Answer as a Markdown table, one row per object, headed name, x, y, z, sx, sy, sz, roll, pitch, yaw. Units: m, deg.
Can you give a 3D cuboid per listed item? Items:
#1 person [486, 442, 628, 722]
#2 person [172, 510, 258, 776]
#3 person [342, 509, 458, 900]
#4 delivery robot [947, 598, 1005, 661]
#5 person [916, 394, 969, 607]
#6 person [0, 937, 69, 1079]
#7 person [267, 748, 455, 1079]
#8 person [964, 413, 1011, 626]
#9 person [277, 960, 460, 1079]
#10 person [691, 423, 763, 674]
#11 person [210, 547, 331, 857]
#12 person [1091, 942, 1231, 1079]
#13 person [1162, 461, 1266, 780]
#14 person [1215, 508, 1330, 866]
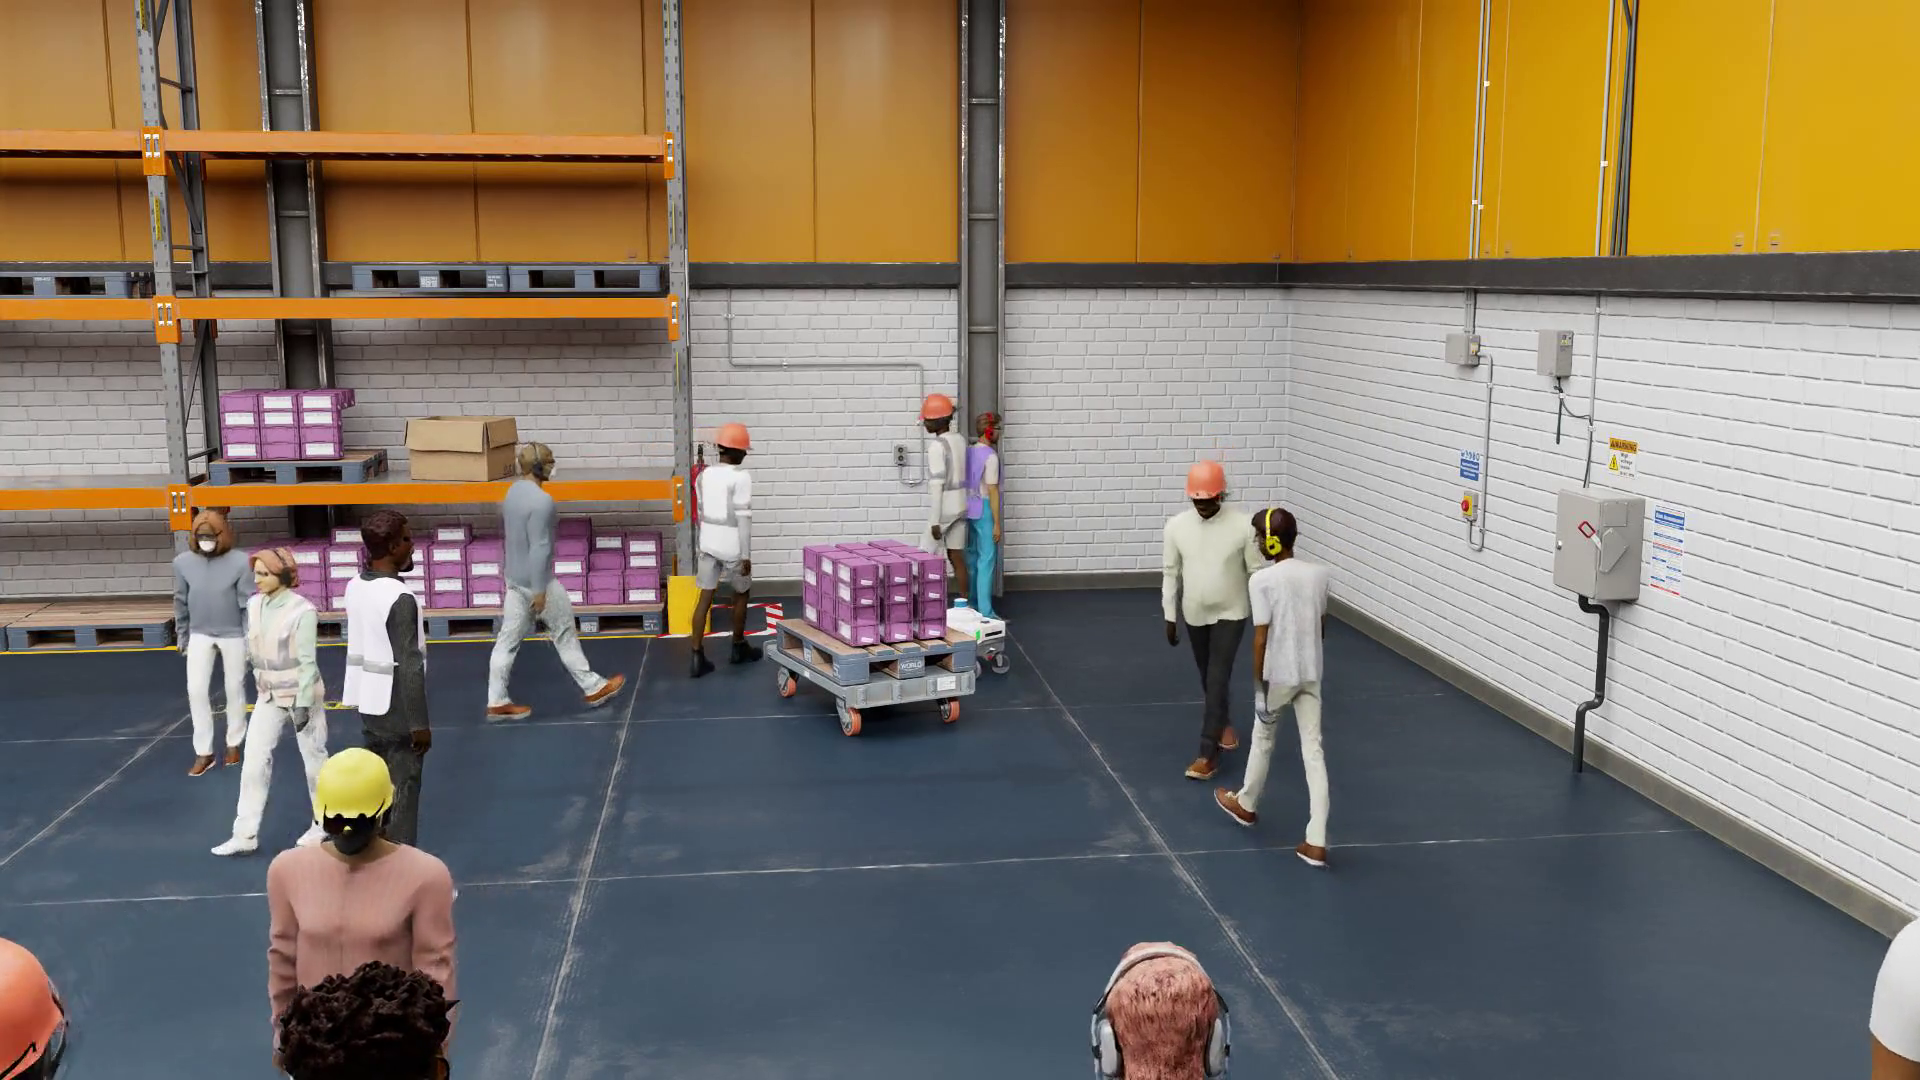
| name | x | y | z | sx | sy | sz | roll | pitch | yaw |
| --- | --- | --- | --- | --- | --- | --- | --- | --- | --- |
| person | -2.825 | 0.272 | 11.381 | 1.022 | 1.887 | 0.656 | -7 | 12 | -38 |
| person | -4.520 | 0.618 | 10.084 | 0.518 | 1.605 | 0.636 | -1 | 9 | -9 |
| person | -2.721 | 0.808 | 7.955 | 0.391 | 1.919 | 0.590 | -9 | 13 | -44 |
| delivery robot | 0.009 | 0.688 | 12.657 | 0.477 | 0.478 | 0.707 | -9 | 13 | -44 |
| person | -0.153 | -0.253 | 14.273 | 0.611 | 2.011 | 0.721 | 5 | 10 | 27 |
| person | -1.577 | 1.585 | 2.908 | 0.608 | 1.997 | 0.986 | 3 | 10 | 20 |
| person | -1.683 | 1.427 | 4.639 | 0.541 | 1.729 | 0.722 | -1 | 9 | -5 |
| person | 0.189 | -0.178 | 14.347 | 0.373 | 1.840 | 0.570 | -4 | 10 | -24 |
| person | -0.932 | 1.627 | 2.699 | 0.361 | 1.965 | 0.613 | -5 | 10 | -29 |
| person | -1.799 | 0.066 | 12.642 | 0.613 | 1.891 | 0.794 | 5 | 10 | 27 |
| person | -3.570 | 0.853 | 8.603 | 0.547 | 1.606 | 0.750 | 5 | 10 | 28 |
| person | 0.351 | 1.644 | 2.892 | 0.653 | 1.880 | 0.496 | 1 | 9 | 9 |
| person | 1.591 | 0.441 | 10.280 | 0.670 | 1.924 | 1.026 | 5 | 10 | 27 |
| person | 1.704 | 0.731 | 8.740 | 0.523 | 1.813 | 0.969 | -3 | 9 | -16 |
